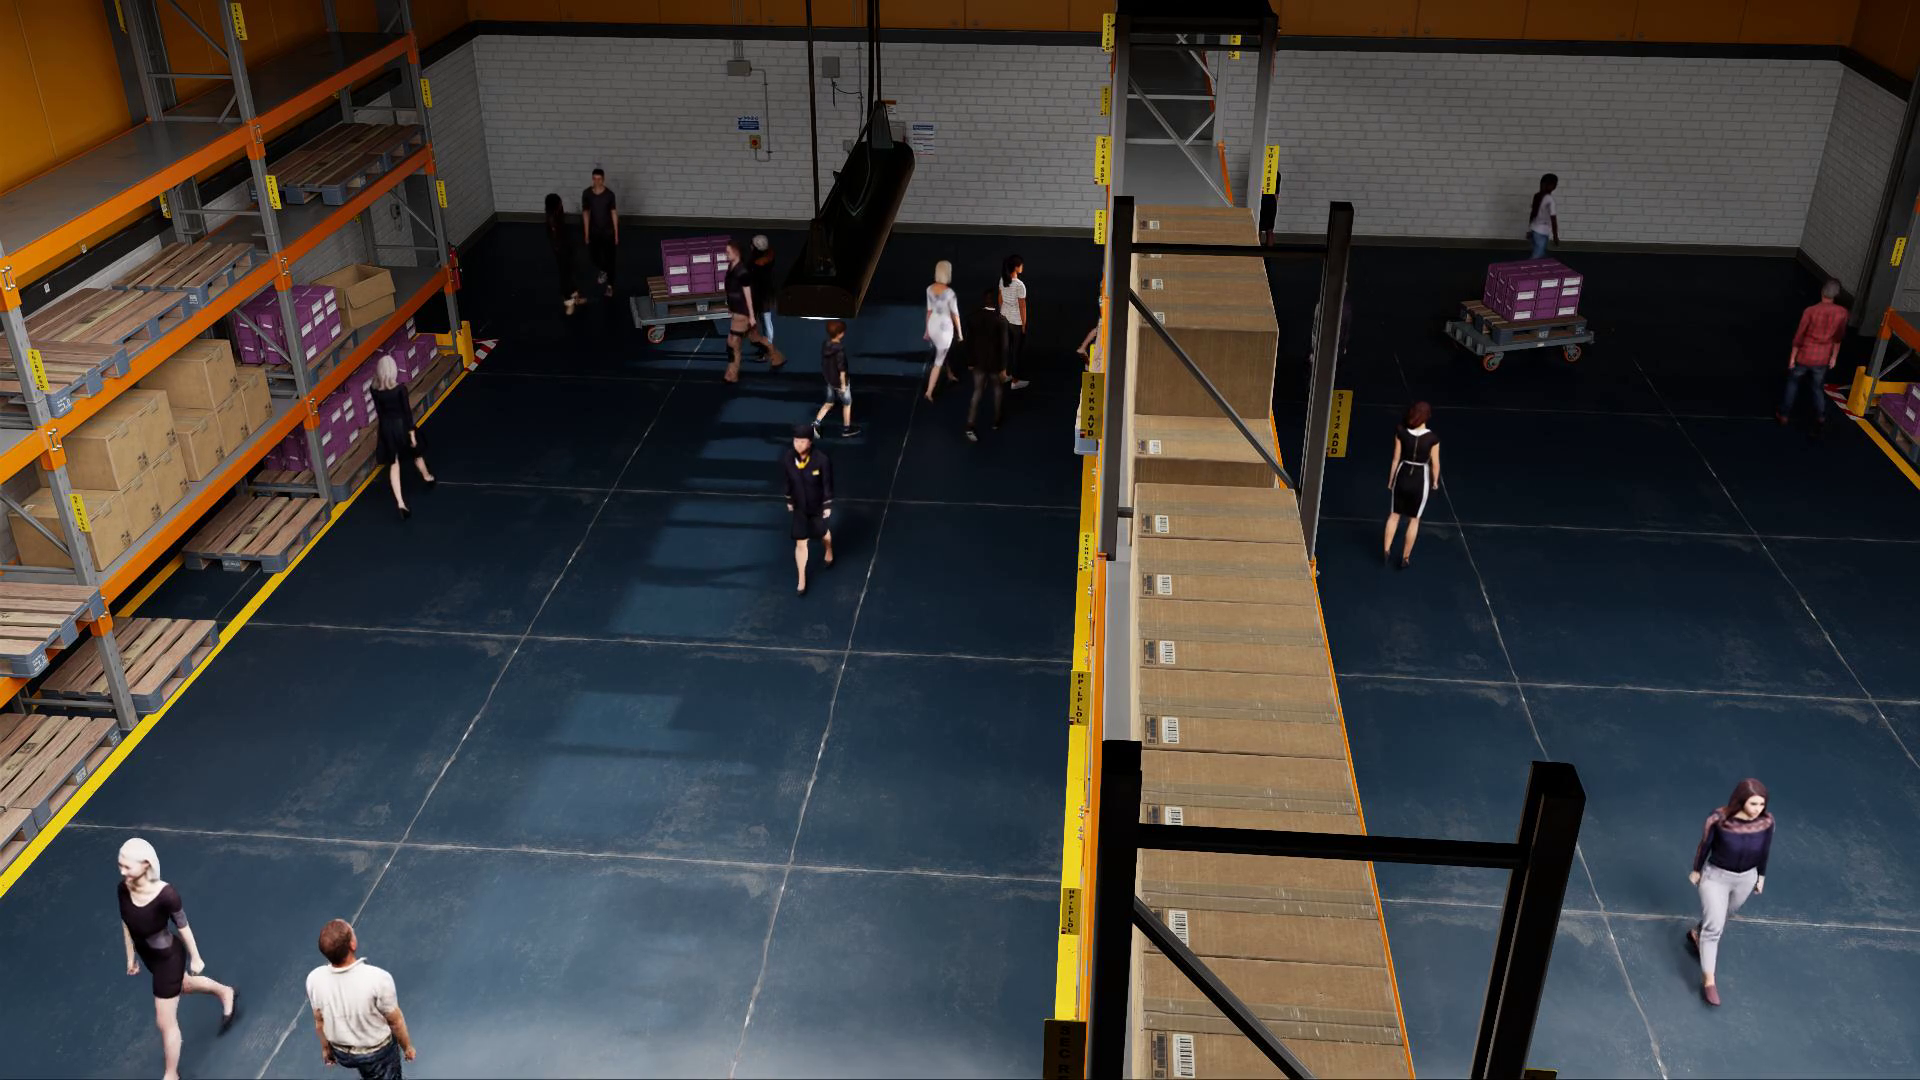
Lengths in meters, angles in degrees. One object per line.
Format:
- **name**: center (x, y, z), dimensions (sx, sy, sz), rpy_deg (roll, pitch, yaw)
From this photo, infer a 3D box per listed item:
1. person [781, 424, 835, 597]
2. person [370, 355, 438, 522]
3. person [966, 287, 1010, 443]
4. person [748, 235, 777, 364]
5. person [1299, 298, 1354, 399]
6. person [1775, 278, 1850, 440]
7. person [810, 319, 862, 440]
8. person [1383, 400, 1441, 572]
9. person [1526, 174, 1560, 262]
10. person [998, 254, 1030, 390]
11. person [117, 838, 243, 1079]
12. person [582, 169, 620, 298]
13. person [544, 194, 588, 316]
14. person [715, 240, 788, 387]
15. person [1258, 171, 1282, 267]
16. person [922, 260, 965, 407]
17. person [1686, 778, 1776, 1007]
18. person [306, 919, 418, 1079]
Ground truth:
- **person**: center (-1.388, -0.348, 15.861), dimensions (0.749, 1.638, 1.070), rpy_deg (5, 29, 10)
- **person**: center (-5.785, -1.014, 17.007), dimensions (0.616, 1.709, 1.105), rpy_deg (4, 29, 7)
- **person**: center (0.278, -1.941, 18.645), dimensions (0.900, 1.768, 1.240), rpy_deg (11, 30, 19)
- **person**: center (-2.460, -3.030, 20.784), dimensions (0.707, 1.632, 0.563), rpy_deg (0, 29, 0)
- **person**: center (4.207, -2.080, 18.845), dimensions (0.832, 1.822, 0.856), rpy_deg (-11, 30, -19)
- **person**: center (9.661, -2.022, 18.761), dimensions (0.720, 1.800, 1.090), rpy_deg (3, 29, 5)
- **person**: center (-1.439, -1.781, 18.732), dimensions (0.930, 1.404, 0.854), rpy_deg (-23, 36, -35)
- **person**: center (4.335, -0.490, 15.958), dimensions (0.681, 1.793, 0.684), rpy_deg (14, 32, 24)
- **person**: center (7.855, -4.151, 22.763), dimensions (0.789, 1.705, 0.763), rpy_deg (-6, 29, -11)
- **person**: center (0.629, -2.643, 20.063), dimensions (0.698, 1.642, 0.647), rpy_deg (-24, 37, -37)
- **person**: center (-4.891, 2.561, 10.369), dimensions (0.788, 1.790, 1.207), rpy_deg (9, 30, 16)
- **person**: center (-4.905, -4.257, 22.907), dimensions (0.650, 1.753, 0.811), rpy_deg (1, 29, 2)
- **person**: center (-5.310, -3.927, 22.413), dimensions (0.738, 1.646, 0.501), rpy_deg (-8, 30, -15)
- **person**: center (-2.514, -2.750, 20.098), dimensions (1.081, 1.796, 1.229), rpy_deg (-10, 30, -17)
- **person**: center (4.361, -4.739, 23.841), dimensions (0.644, 1.705, 0.601), rpy_deg (-6, 29, -12)
- **person**: center (-0.264, -2.384, 19.531), dimensions (0.961, 1.697, 1.183), rpy_deg (19, 34, 31)
- **person**: center (5.131, 2.252, 11.150), dimensions (0.658, 1.585, 0.935), rpy_deg (0, 29, 0)
- **person**: center (-3.441, 2.999, 9.525), dimensions (0.788, 1.828, 1.220), rpy_deg (6, 29, 11)
